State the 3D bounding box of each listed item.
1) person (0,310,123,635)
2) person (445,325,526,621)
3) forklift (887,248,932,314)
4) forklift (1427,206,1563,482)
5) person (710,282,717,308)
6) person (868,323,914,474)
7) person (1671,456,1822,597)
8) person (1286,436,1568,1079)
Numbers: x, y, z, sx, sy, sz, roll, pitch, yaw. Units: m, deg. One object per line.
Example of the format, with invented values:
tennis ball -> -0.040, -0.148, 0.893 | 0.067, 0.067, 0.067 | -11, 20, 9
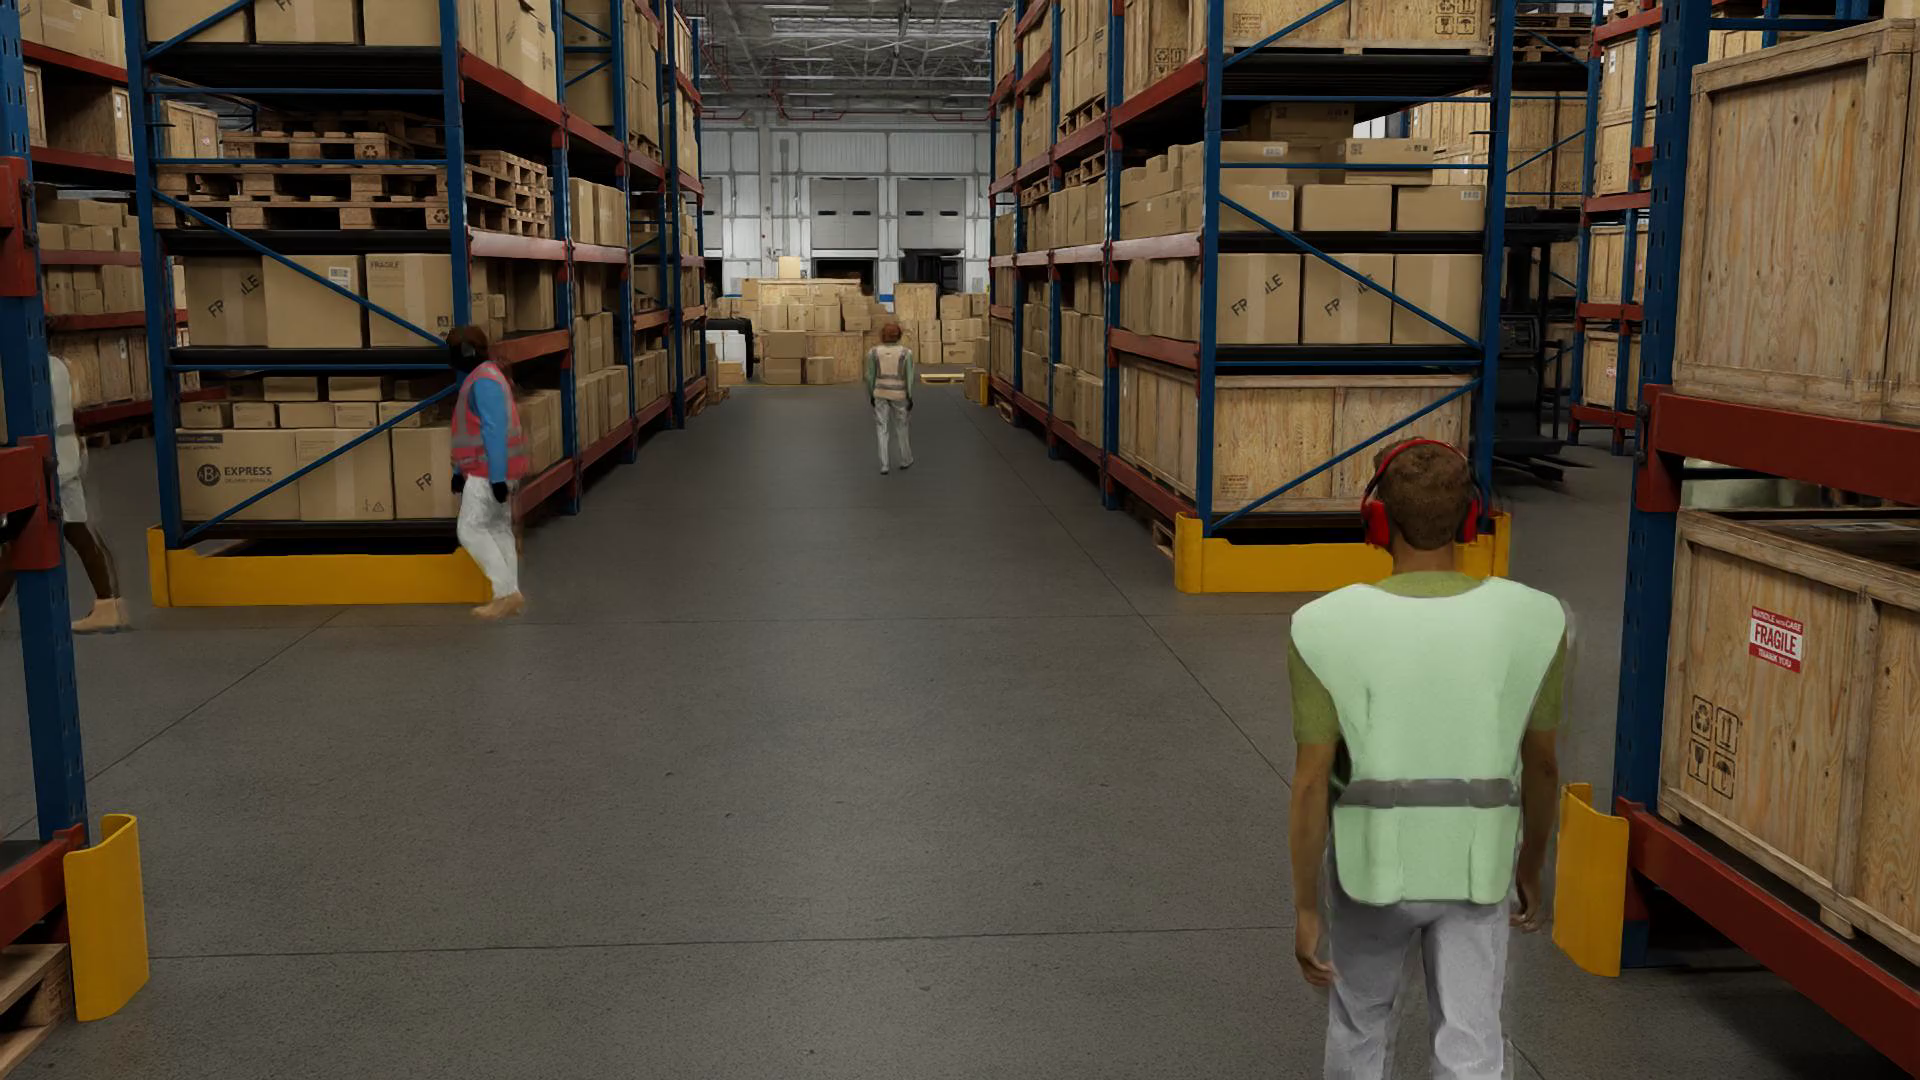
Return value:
person -> -5.438, -0.411, 9.665 | 1.018, 1.991, 0.641 | -1, 9, -7
person -> -2.923, -0.405, 10.209 | 0.478, 1.819, 0.642 | -2, 9, -12
forklift -> -1.126, -6.429, 44.700 | 1.873, 2.768, 1.129 | 6, 11, 33
forklift -> 5.453, -2.086, 17.428 | 1.129, 2.768, 1.873 | -1, 9, -4
person -> -8.649, -7.959, 57.446 | 1.002, 1.869, 0.633 | 0, 9, -1
person -> -0.726, -1.529, 17.915 | 0.533, 1.598, 0.819 | 2, 9, 10
person -> 2.580, 0.217, 5.809 | 0.852, 1.963, 0.648 | -1, 9, -5
person -> 0.941, 0.693, 3.370 | 0.577, 1.806, 0.950 | 1, 9, 5
